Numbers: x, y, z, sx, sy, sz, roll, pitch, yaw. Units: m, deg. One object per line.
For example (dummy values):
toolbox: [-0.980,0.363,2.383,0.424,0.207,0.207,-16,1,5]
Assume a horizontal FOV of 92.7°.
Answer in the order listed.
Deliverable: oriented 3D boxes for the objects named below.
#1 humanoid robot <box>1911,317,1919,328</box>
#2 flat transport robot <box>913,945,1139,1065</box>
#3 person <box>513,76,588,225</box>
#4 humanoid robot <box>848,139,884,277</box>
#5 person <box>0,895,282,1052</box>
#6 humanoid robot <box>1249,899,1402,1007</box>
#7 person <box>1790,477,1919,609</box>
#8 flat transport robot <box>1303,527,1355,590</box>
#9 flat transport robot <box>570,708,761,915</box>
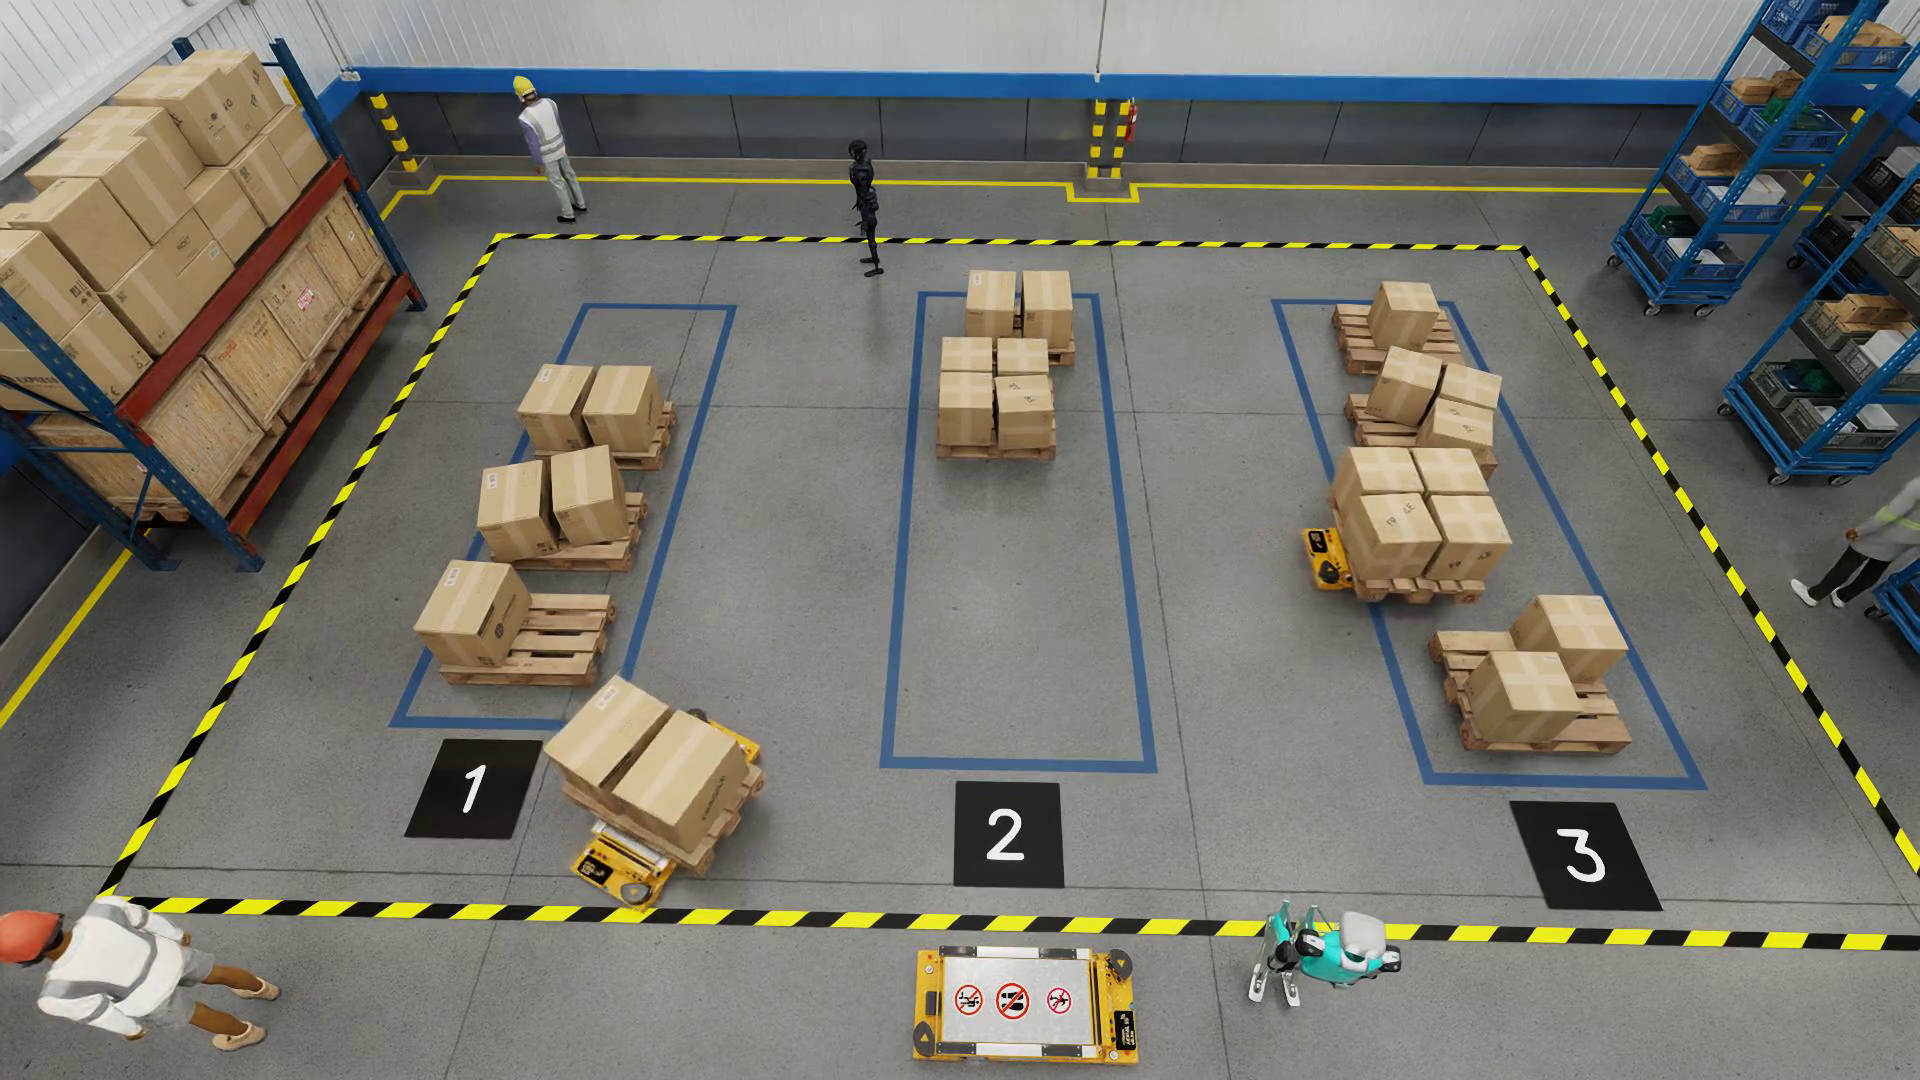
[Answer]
humanoid robot: [10.038,-2.373,9.544,0.598,1.617,0.803,-16,53,-13]
flat transport robot: [0.422,3.041,6.007,1.431,0.231,0.659,1,51,1]
person: [-5.119,-4.830,11.420,0.404,1.822,0.590,19,53,15]
humanoid robot: [-1.111,-3.881,10.734,0.315,1.653,0.599,-8,51,-6]
person: [-4.688,2.529,5.279,0.371,2.046,0.604,-2,51,-2]
humanoid robot: [2.125,2.380,5.512,0.533,1.677,0.735,8,51,7]
person: [7.689,-0.098,7.544,0.596,1.850,0.397,5,51,4]
flat transport robot: [3.933,0.143,8.352,1.431,0.197,0.652,1,51,1]
flat transport robot: [-2.183,1.971,6.861,0.652,0.197,1.431,22,54,17]
